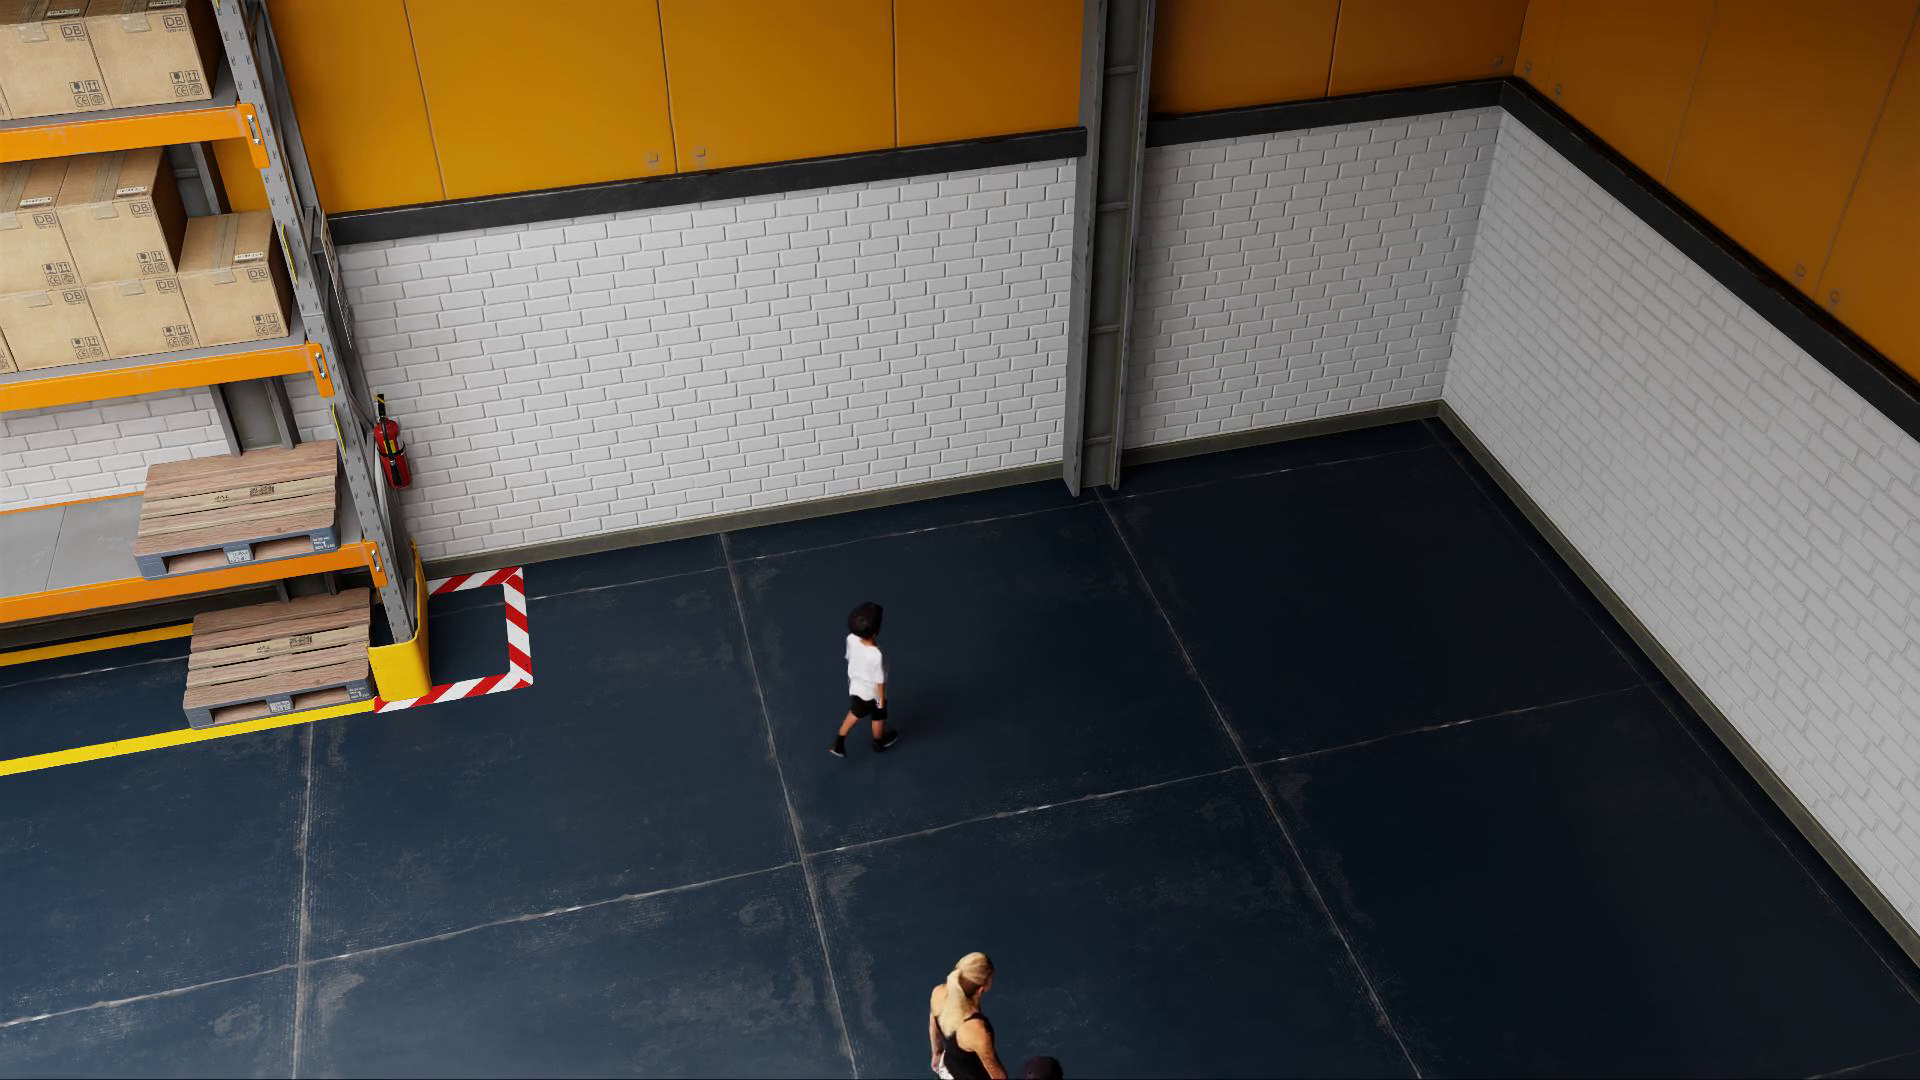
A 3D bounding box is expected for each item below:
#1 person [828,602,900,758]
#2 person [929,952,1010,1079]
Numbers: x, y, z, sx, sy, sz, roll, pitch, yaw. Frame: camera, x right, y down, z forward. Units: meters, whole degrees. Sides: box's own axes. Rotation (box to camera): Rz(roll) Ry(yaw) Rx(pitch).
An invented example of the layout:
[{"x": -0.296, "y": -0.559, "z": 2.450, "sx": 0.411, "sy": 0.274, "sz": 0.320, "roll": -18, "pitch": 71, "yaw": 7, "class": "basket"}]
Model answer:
[{"x": -0.636, "y": 0.951, "z": 10.688, "sx": 0.706, "sy": 1.246, "sz": 0.832, "roll": 31, "pitch": 48, "yaw": 33, "class": "person"}, {"x": -0.025, "y": 2.660, "z": 8.077, "sx": 0.662, "sy": 1.834, "sz": 0.677, "roll": -19, "pitch": 43, "yaw": -23, "class": "person"}]
